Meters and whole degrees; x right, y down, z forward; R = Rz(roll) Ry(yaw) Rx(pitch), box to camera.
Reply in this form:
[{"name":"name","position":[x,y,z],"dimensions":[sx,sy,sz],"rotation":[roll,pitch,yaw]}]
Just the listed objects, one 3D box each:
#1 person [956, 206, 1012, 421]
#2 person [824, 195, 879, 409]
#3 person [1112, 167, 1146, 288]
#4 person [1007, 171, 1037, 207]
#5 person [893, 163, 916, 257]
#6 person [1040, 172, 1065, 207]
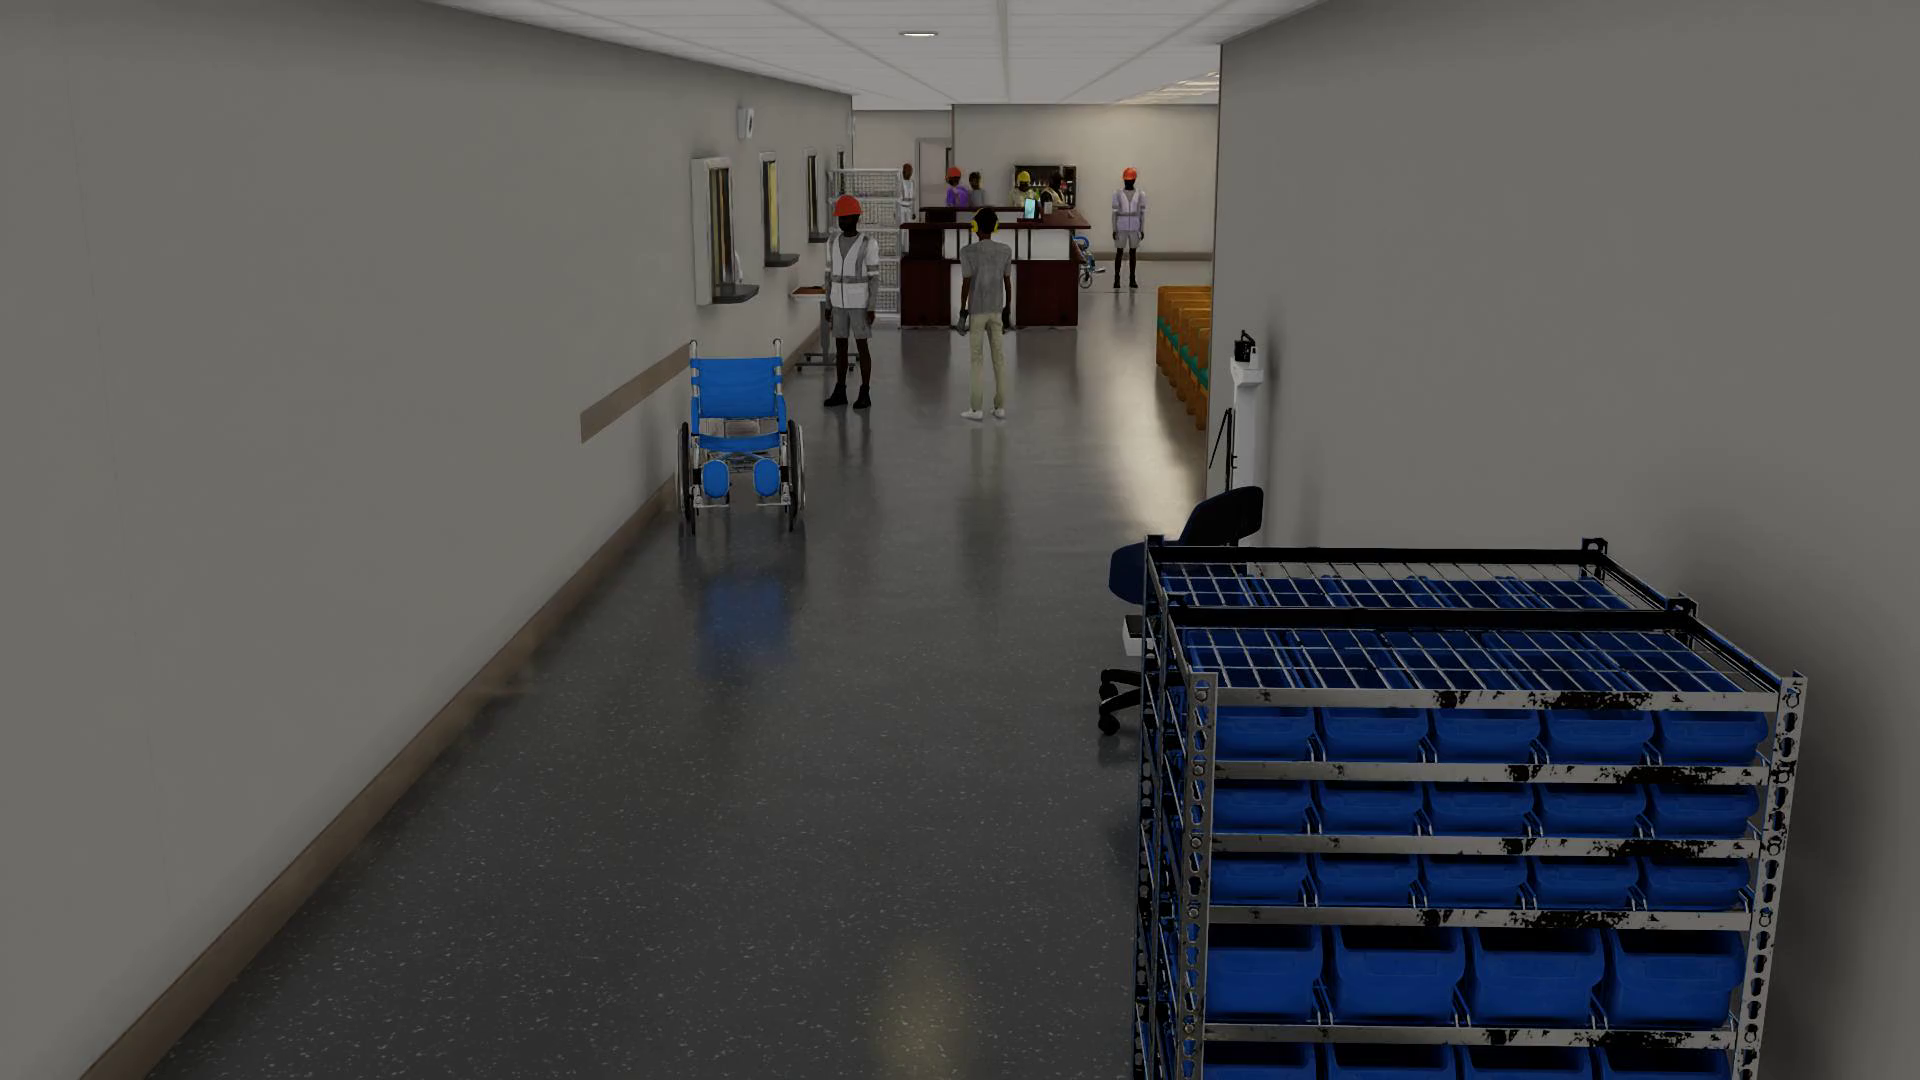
[{"name":"person","position":[0.214,-1.984,14.636],"dimensions":[0.528,1.871,0.323],"rotation":[-6,15,-24]},{"name":"person","position":[-1.012,-2.175,15.268],"dimensions":[0.542,1.939,0.364],"rotation":[7,15,25]},{"name":"person","position":[2.734,-5.059,26.980],"dimensions":[0.547,1.934,0.375],"rotation":[0,14,-2]},{"name":"person","position":[1.086,-5.425,28.674],"dimensions":[0.592,1.832,0.404],"rotation":[-8,16,-29]},{"name":"person","position":[-1.104,-6.632,33.498],"dimensions":[0.394,1.871,0.633],"rotation":[13,19,42]},{"name":"person","position":[1.578,-5.260,27.994],"dimensions":[0.430,1.841,0.624],"rotation":[7,15,25]}]
